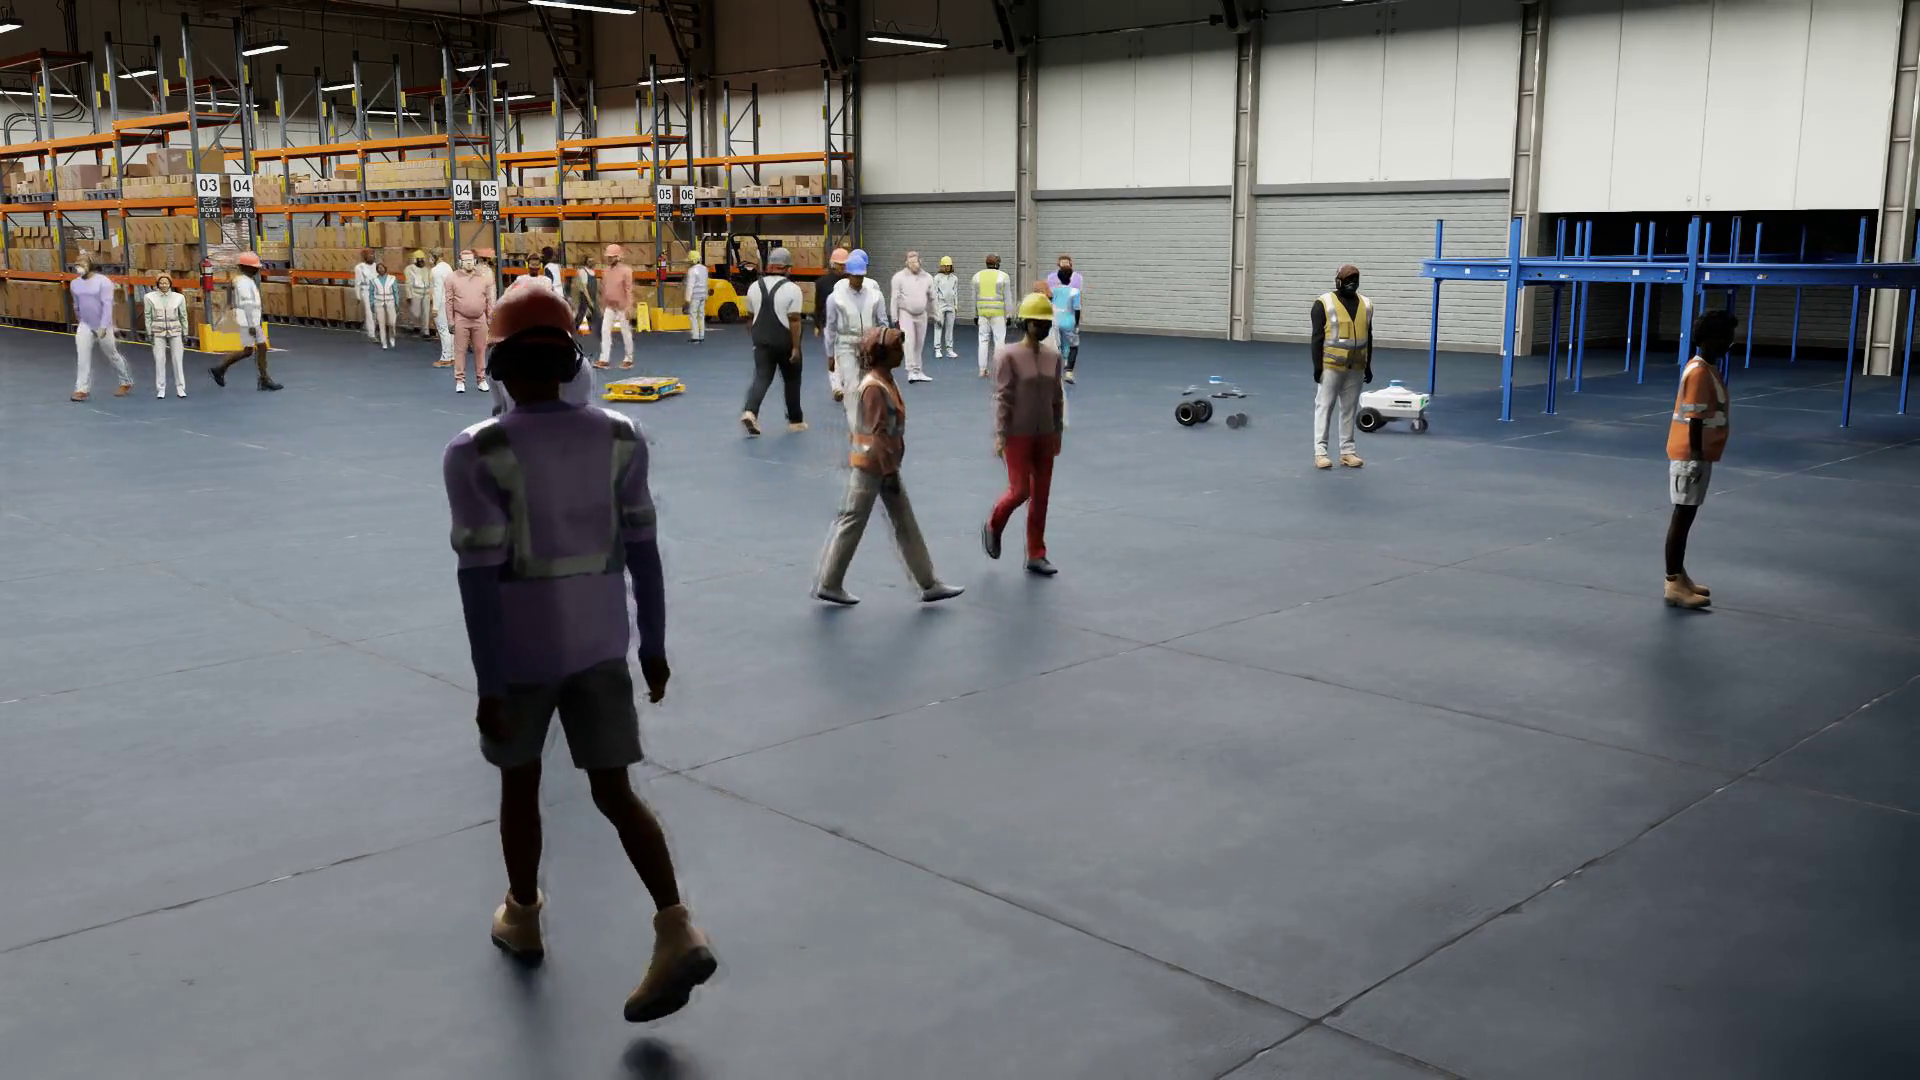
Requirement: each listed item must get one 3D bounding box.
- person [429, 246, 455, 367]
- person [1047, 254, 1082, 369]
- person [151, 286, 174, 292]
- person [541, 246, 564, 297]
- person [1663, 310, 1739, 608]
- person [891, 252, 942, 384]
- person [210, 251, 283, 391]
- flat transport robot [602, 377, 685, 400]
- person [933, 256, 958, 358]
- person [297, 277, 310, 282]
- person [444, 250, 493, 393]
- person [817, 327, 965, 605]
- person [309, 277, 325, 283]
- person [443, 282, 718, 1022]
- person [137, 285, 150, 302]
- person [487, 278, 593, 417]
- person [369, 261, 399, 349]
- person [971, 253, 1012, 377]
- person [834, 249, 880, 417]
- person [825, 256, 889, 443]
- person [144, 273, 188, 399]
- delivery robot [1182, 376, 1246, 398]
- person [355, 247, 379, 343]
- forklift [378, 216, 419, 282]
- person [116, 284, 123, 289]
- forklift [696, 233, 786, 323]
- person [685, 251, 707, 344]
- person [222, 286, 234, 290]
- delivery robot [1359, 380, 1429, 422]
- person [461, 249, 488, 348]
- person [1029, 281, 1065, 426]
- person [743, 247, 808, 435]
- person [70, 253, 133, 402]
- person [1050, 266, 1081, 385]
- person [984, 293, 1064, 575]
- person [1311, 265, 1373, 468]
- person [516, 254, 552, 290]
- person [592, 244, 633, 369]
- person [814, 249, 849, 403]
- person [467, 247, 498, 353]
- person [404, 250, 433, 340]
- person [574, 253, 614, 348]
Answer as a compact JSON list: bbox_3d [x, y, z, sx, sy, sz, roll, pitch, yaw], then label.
[{"bbox_3d":[-8.381,-3.772,26.888,0.373,1.935,0.628,0,10,1],"label":"person"},{"bbox_3d":[1.690,-3.700,26.825,0.574,1.824,0.772,2,11,9],"label":"person"},{"bbox_3d":[-19.714,-6.355,41.108,0.585,1.882,0.337,-9,13,-39],"label":"person"},{"bbox_3d":[-7.553,-4.474,30.787,0.450,1.903,0.614,0,10,-1],"label":"person"},{"bbox_3d":[4.241,-0.476,9.576,0.325,1.690,0.536,5,12,26],"label":"person"},{"bbox_3d":[-0.589,-3.175,23.850,0.722,1.853,0.851,-5,12,-26],"label":"person"},{"bbox_3d":[-9.781,-2.983,22.687,0.827,1.907,0.540,-2,11,-10],"label":"person"},{"bbox_3d":[-4.154,-2.000,21.881,0.652,0.197,1.431,2,11,8],"label":"flat transport robot"},{"bbox_3d":[-0.243,-4.062,28.988,0.486,1.744,0.294,-6,12,-31],"label":"person"},{"bbox_3d":[-19.284,-7.758,48.653,0.475,1.923,0.644,-8,13,-38],"label":"person"},{"bbox_3d":[-6.643,-2.967,22.569,0.638,1.910,0.407,-6,12,-30],"label":"person"},{"bbox_3d":[-0.435,-0.409,9.469,0.862,1.590,0.536,2,11,10],"label":"person"},{"bbox_3d":[-19.284,-7.913,49.644,0.656,1.882,0.821,7,12,33],"label":"person"},{"bbox_3d":[-1.050,0.295,4.578,0.617,1.999,1.022,-8,13,-38],"label":"person"},{"bbox_3d":[-23.450,-7.432,47.669,0.284,1.632,0.498,5,11,25],"label":"person"},{"bbox_3d":[-2.007,-0.272,7.871,0.557,1.896,0.894,1,10,7],"label":"person"},{"bbox_3d":[-10.722,-4.366,30.956,0.538,1.620,0.442,-4,11,-19],"label":"person"},{"bbox_3d":[0.492,-3.377,24.986,0.631,1.842,0.428,5,11,23],"label":"person"},{"bbox_3d":[-1.181,-2.414,19.449,0.602,1.947,0.389,4,11,19],"label":"person"},{"bbox_3d":[-0.988,-1.865,16.585,0.612,1.895,0.989,-4,11,-23],"label":"person"},{"bbox_3d":[-10.342,-2.667,21.707,0.503,1.630,0.323,-5,12,-26],"label":"person"},{"bbox_3d":[2.849,-1.724,18.633,0.698,0.223,0.335,6,12,29],"label":"delivery robot"},{"bbox_3d":[-11.658,-4.839,32.879,0.466,1.869,0.613,10,14,42],"label":"person"},{"bbox_3d":[-17.868,-9.201,54.028,1.873,2.768,1.129,-10,14,-44],"label":"forklift"},{"bbox_3d":[-21.034,-6.356,41.276,0.528,1.834,0.927,-9,14,-41],"label":"person"},{"bbox_3d":[-5.496,-6.489,41.108,2.313,2.155,1.214,-10,14,-44],"label":"forklift"},{"bbox_3d":[-5.151,-4.728,32.480,0.403,1.803,0.637,5,12,26],"label":"person"},{"bbox_3d":[-21.623,-7.877,49.014,0.457,2.026,0.609,-2,11,-11],"label":"person"},{"bbox_3d":[4.720,-1.490,18.067,0.707,0.478,0.477,5,11,25],"label":"delivery robot"},{"bbox_3d":[-9.138,-4.536,31.300,0.627,1.846,0.429,3,11,16],"label":"person"},{"bbox_3d":[0.828,-2.057,18.421,0.750,1.603,0.523,4,11,20],"label":"person"},{"bbox_3d":[-2.000,-2.130,17.758,0.695,2.000,0.969,5,11,24],"label":"person"},{"bbox_3d":[-11.214,-2.776,21.625,0.630,1.890,1.033,1,10,6],"label":"person"},{"bbox_3d":[1.441,-2.978,23.251,0.547,1.684,0.396,4,11,20],"label":"person"},{"bbox_3d":[0.411,-0.672,10.454,0.544,1.751,0.485,-8,13,-36],"label":"person"},{"bbox_3d":[3.509,-1.590,15.239,0.619,1.845,0.430,-3,11,-17],"label":"person"},{"bbox_3d":[-5.947,-3.079,23.351,0.561,1.841,0.768,-3,11,-15],"label":"person"},{"bbox_3d":[-5.462,-3.653,26.155,0.650,1.956,0.904,5,12,27],"label":"person"},{"bbox_3d":[-1.531,-2.746,21.293,0.631,1.935,1.046,-3,11,-16],"label":"person"},{"bbox_3d":[-8.541,-4.302,29.879,0.913,1.907,0.555,-4,11,-23],"label":"person"},{"bbox_3d":[-10.937,-4.953,33.634,0.515,1.820,0.611,9,14,42],"label":"person"},{"bbox_3d":[-7.112,-4.561,31.630,1.022,1.795,0.497,5,11,23],"label":"person"}]
